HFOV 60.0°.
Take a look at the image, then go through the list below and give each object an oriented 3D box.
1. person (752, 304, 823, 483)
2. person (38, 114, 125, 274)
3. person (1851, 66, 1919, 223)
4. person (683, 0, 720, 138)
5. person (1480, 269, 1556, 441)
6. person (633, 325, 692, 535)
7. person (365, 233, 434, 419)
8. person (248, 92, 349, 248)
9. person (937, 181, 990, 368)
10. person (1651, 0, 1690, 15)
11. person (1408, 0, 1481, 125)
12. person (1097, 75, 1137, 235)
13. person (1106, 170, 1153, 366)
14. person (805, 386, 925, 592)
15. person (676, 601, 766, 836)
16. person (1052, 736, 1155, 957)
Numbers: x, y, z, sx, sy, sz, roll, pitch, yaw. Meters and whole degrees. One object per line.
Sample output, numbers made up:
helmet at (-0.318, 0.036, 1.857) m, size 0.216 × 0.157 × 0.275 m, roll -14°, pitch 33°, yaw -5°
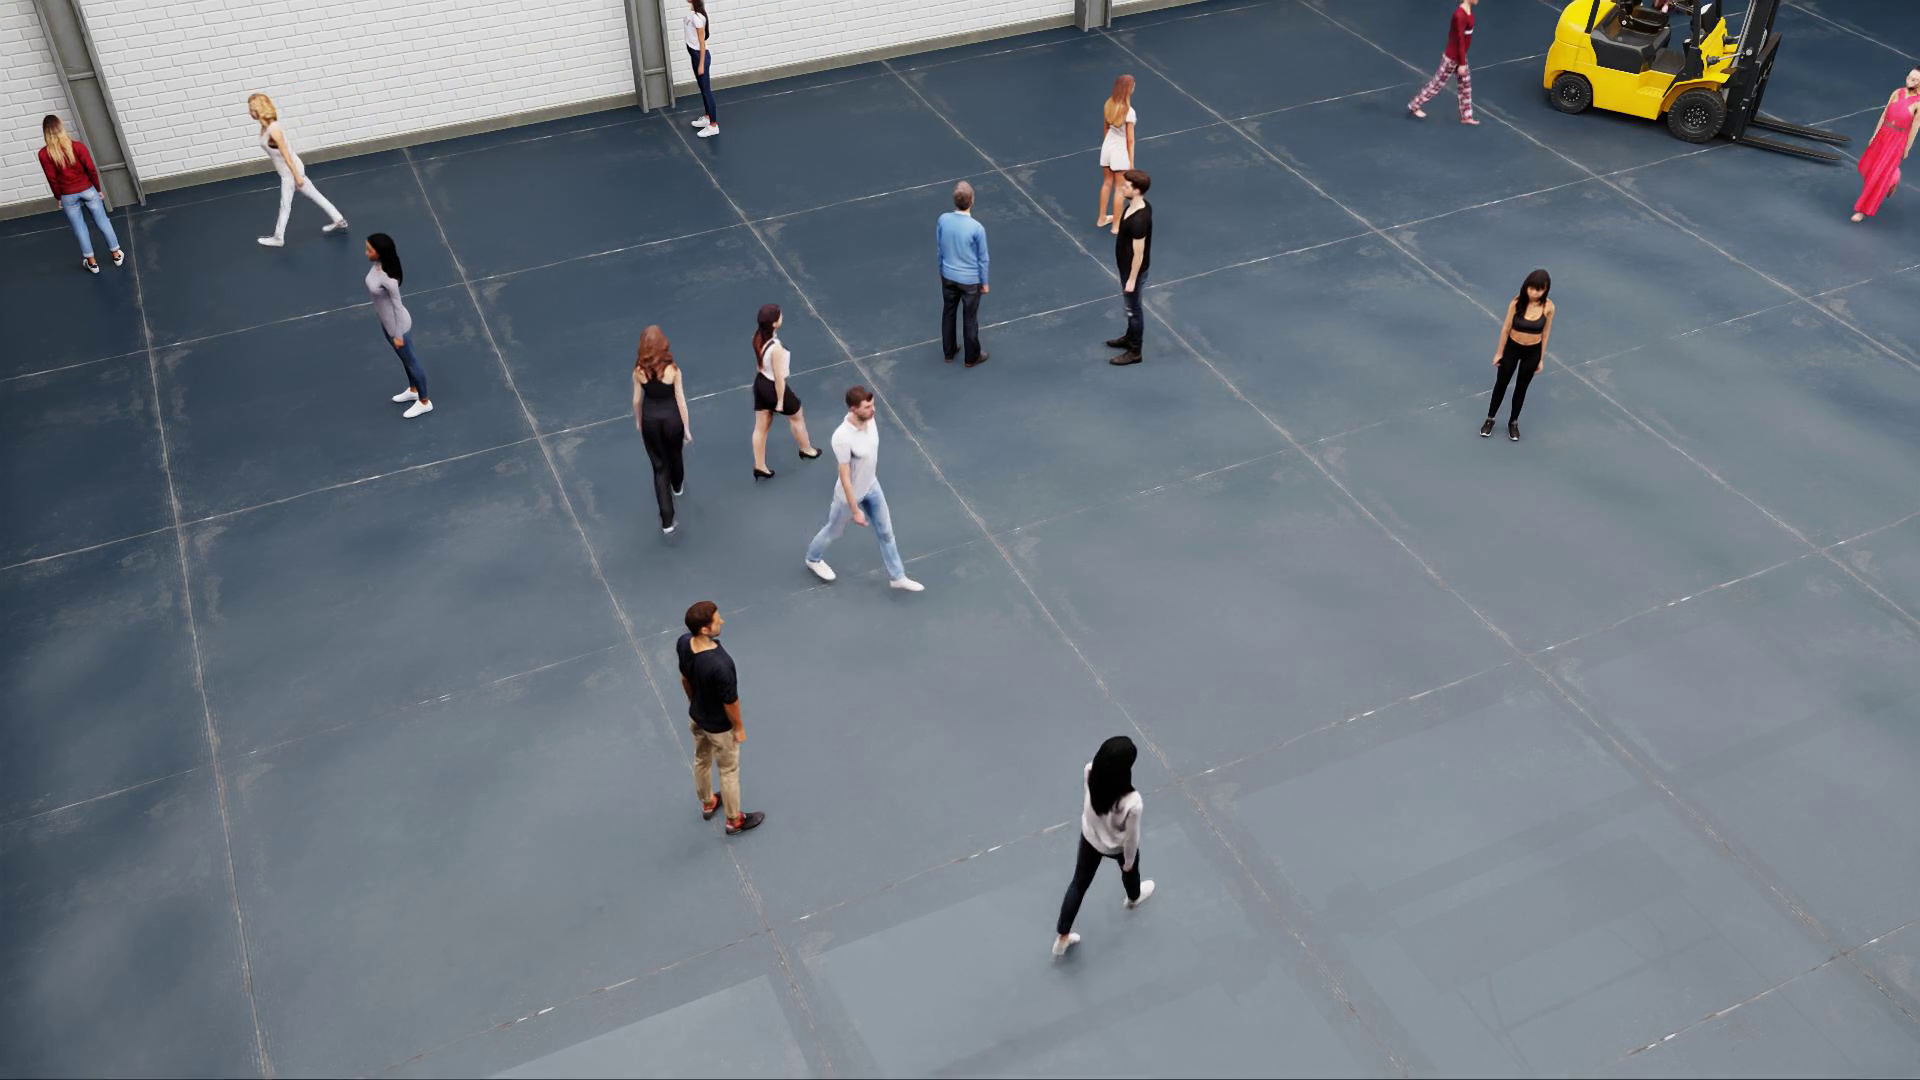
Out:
person at (-1.614, -1.180, 13.726) m, size 0.968 × 1.621 × 0.732 m, roll -31°, pitch 48°, yaw -33°
person at (-8.795, -3.458, 16.567) m, size 0.500 × 1.634 × 0.695 m, roll -24°, pitch 44°, yaw -27°
person at (9.779, -4.144, 17.365) m, size 0.866 × 1.710 × 0.602 m, roll -15°, pitch 41°, yaw -18°
person at (-2.964, -5.508, 19.022) m, size 0.552 × 1.775 × 0.619 m, roll -11°, pitch 40°, yaw -13°
person at (4.809, -1.606, 14.243) m, size 0.623 × 1.641 × 0.700 m, roll 10°, pitch 40°, yaw 12°
person at (-2.373, -0.850, 13.242) m, size 1.134 × 1.709 × 0.905 m, roll -4°, pitch 39°, yaw -5°
person at (-4.912, -1.895, 14.528) m, size 0.550 × 1.737 × 0.620 m, roll -20°, pitch 43°, yaw -23°
person at (-6.769, -3.780, 16.994) m, size 1.126 × 1.604 × 0.614 m, roll -17°, pitch 42°, yaw -20°
person at (0.018, -2.422, 15.119) m, size 0.747 × 1.823 × 0.764 m, roll 20°, pitch 43°, yaw 23°
person at (9.617, -7.735, 21.945) m, size 1.099 × 1.606 × 0.905 m, roll -32°, pitch 48°, yaw -33°
person at (5.648, -5.615, 19.256) m, size 1.104 × 1.650 × 1.116 m, roll 19°, pitch 42°, yaw 22°
person at (1.615, -3.994, 17.194) m, size 0.608 × 1.689 × 0.625 m, roll -26°, pitch 45°, yaw -28°
person at (1.585, -2.483, 15.136) m, size 0.724 × 1.896 × 0.743 m, roll 1°, pitch 39°, yaw 1°
person at (-0.874, -0.372, 12.566) m, size 1.173 × 1.805 × 1.243 m, roll 20°, pitch 43°, yaw 24°
person at (-1.582, 1.139, 10.634) m, size 0.704 × 1.855 × 0.664 m, roll 30°, pitch 47°, yaw 32°
person at (0.813, 1.831, 9.922) m, size 0.913 × 1.661 × 1.181 m, roll 29°, pitch 47°, yaw 32°
